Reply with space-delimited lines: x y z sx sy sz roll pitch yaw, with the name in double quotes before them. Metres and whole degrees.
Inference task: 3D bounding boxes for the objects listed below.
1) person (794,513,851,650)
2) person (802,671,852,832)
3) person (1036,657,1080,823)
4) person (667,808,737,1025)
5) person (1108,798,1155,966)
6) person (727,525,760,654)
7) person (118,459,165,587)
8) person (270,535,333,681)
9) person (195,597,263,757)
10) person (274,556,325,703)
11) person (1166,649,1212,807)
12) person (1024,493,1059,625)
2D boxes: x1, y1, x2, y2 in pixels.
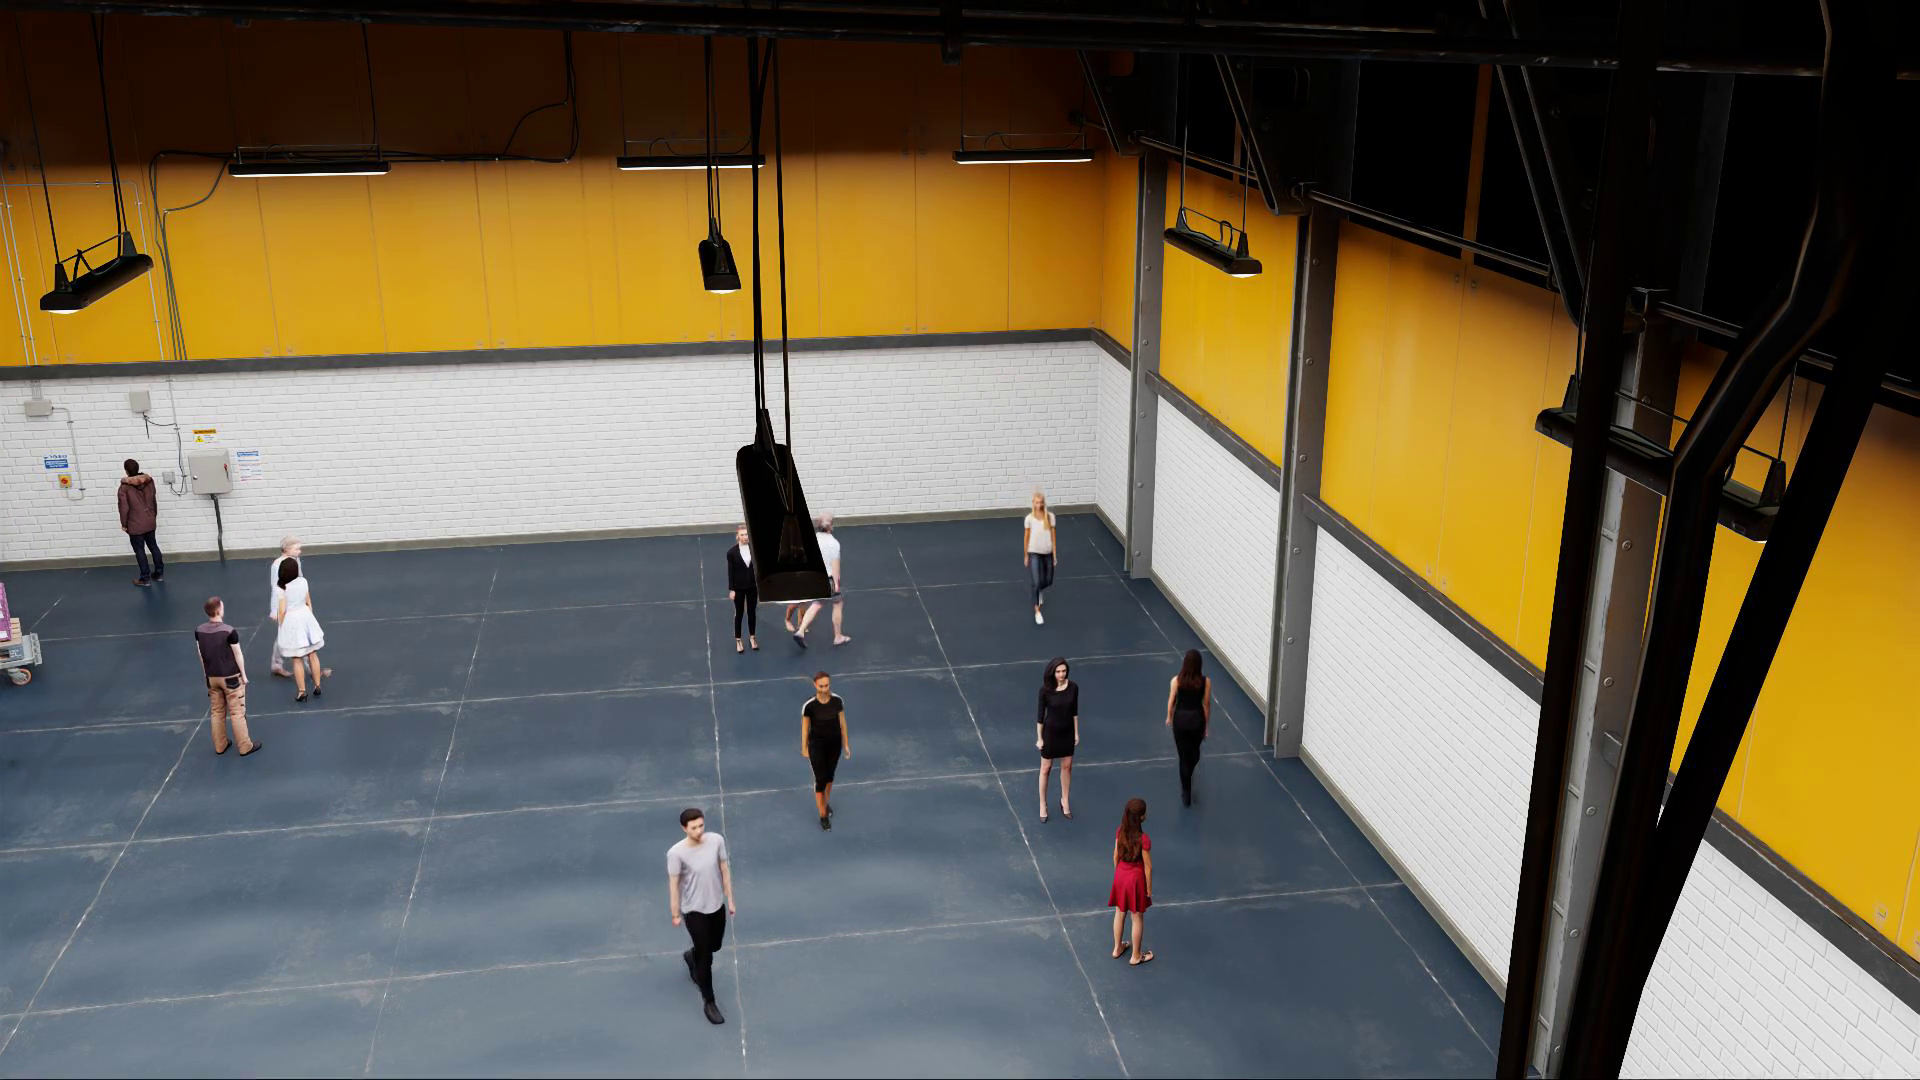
"person" -1.803 0.555 21.439 1.105 1.807 1.128 15 24 38
"person" -1.422 2.086 17.152 0.704 1.643 0.916 -8 20 -23
"person" 1.007 2.033 17.057 0.621 1.803 0.510 -5 19 -15
"person" -2.181 3.059 13.959 0.989 1.837 1.206 -13 23 -35
"person" 1.510 2.983 14.630 0.679 1.552 0.739 15 24 37
"person" -2.764 0.621 21.402 0.681 1.707 0.644 -10 21 -26
"person" -11.735 -0.268 23.820 0.940 1.847 0.847 9 21 25
"person" -8.391 0.851 20.512 0.964 1.838 1.128 3 19 10
"person" -8.224 1.510 18.553 0.760 1.840 0.726 4 19 11
"person" -7.919 1.065 19.910 0.851 1.818 0.900 -17 25 -42
"person" 2.404 1.987 17.424 0.675 1.656 1.064 -1 19 -2
"person" 1.072 0.199 22.524 0.606 1.791 0.949 -4 19 -11
